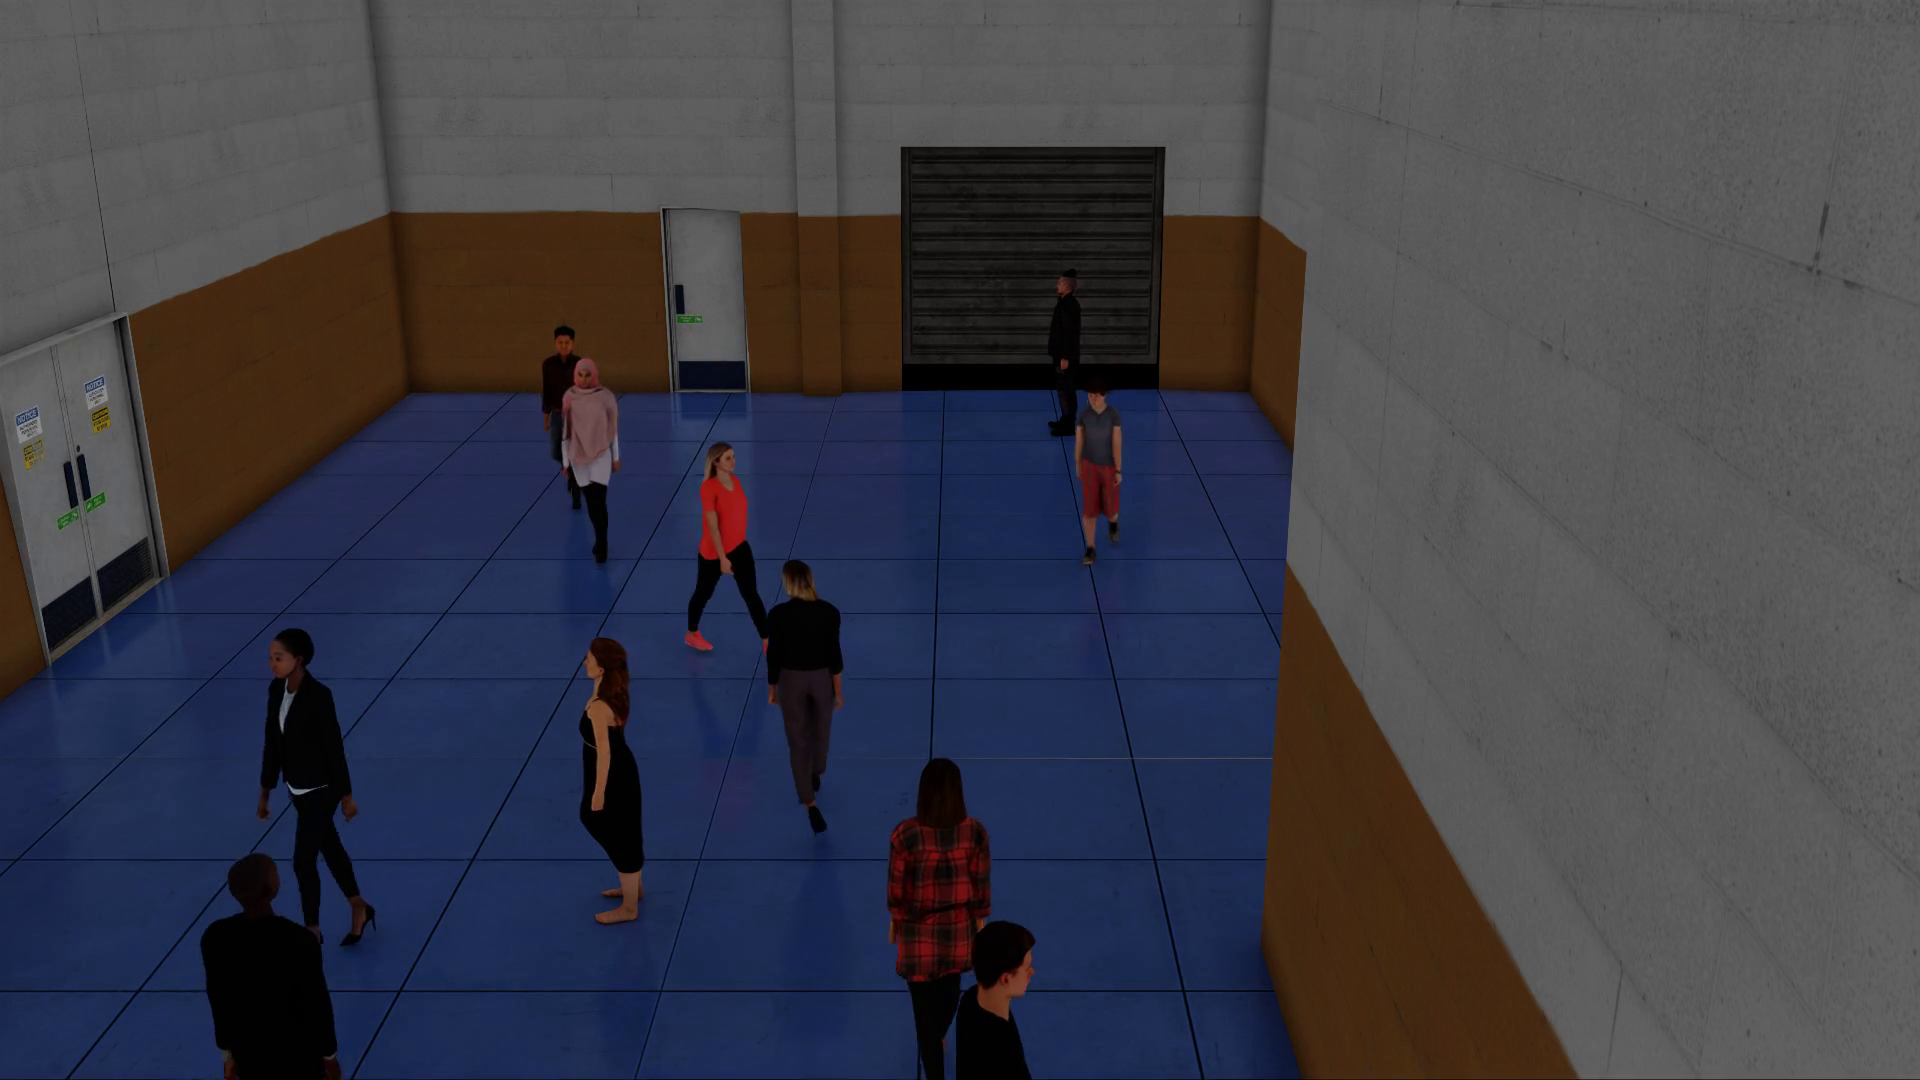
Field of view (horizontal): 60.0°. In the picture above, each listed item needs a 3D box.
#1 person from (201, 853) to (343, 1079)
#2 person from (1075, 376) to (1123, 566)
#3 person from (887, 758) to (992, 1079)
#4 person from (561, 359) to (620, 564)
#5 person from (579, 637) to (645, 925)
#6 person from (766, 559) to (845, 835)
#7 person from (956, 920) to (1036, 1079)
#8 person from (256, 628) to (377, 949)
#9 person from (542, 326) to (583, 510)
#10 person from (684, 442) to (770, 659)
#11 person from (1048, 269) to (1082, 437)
[{"bbox_3d":[-2.690,2.051,6.472,0.936,1.746,0.817,4,19,11],"label":"person"},{"bbox_3d":[1.249,-0.639,14.603,0.967,1.635,0.813,5,19,15],"label":"person"},{"bbox_3d":[-0.093,1.791,7.360,1.041,1.670,0.786,-3,19,-9],"label":"person"},{"bbox_3d":[-3.240,-0.725,14.654,0.808,1.778,0.686,1,19,2],"label":"person"},{"bbox_3d":[-1.860,1.283,8.939,0.553,1.624,0.555,1,19,2],"label":"person"},{"bbox_3d":[-0.908,0.967,9.878,1.053,1.623,0.808,-3,19,-9],"label":"person"},{"bbox_3d":[0.039,2.202,5.872,1.139,1.843,0.784,-3,19,-9],"label":"person"},{"bbox_3d":[-3.258,1.298,8.602,0.862,1.812,0.894,12,22,32],"label":"person"},{"bbox_3d":[-3.775,-1.199,16.080,0.743,1.765,0.707,0,19,0],"label":"person"},{"bbox_3d":[-1.846,0.109,12.395,1.220,1.641,1.021,12,22,31],"label":"person"},{"bbox_3d":[1.189,-2.109,18.593,0.582,1.860,0.756,1,19,2],"label":"person"}]
